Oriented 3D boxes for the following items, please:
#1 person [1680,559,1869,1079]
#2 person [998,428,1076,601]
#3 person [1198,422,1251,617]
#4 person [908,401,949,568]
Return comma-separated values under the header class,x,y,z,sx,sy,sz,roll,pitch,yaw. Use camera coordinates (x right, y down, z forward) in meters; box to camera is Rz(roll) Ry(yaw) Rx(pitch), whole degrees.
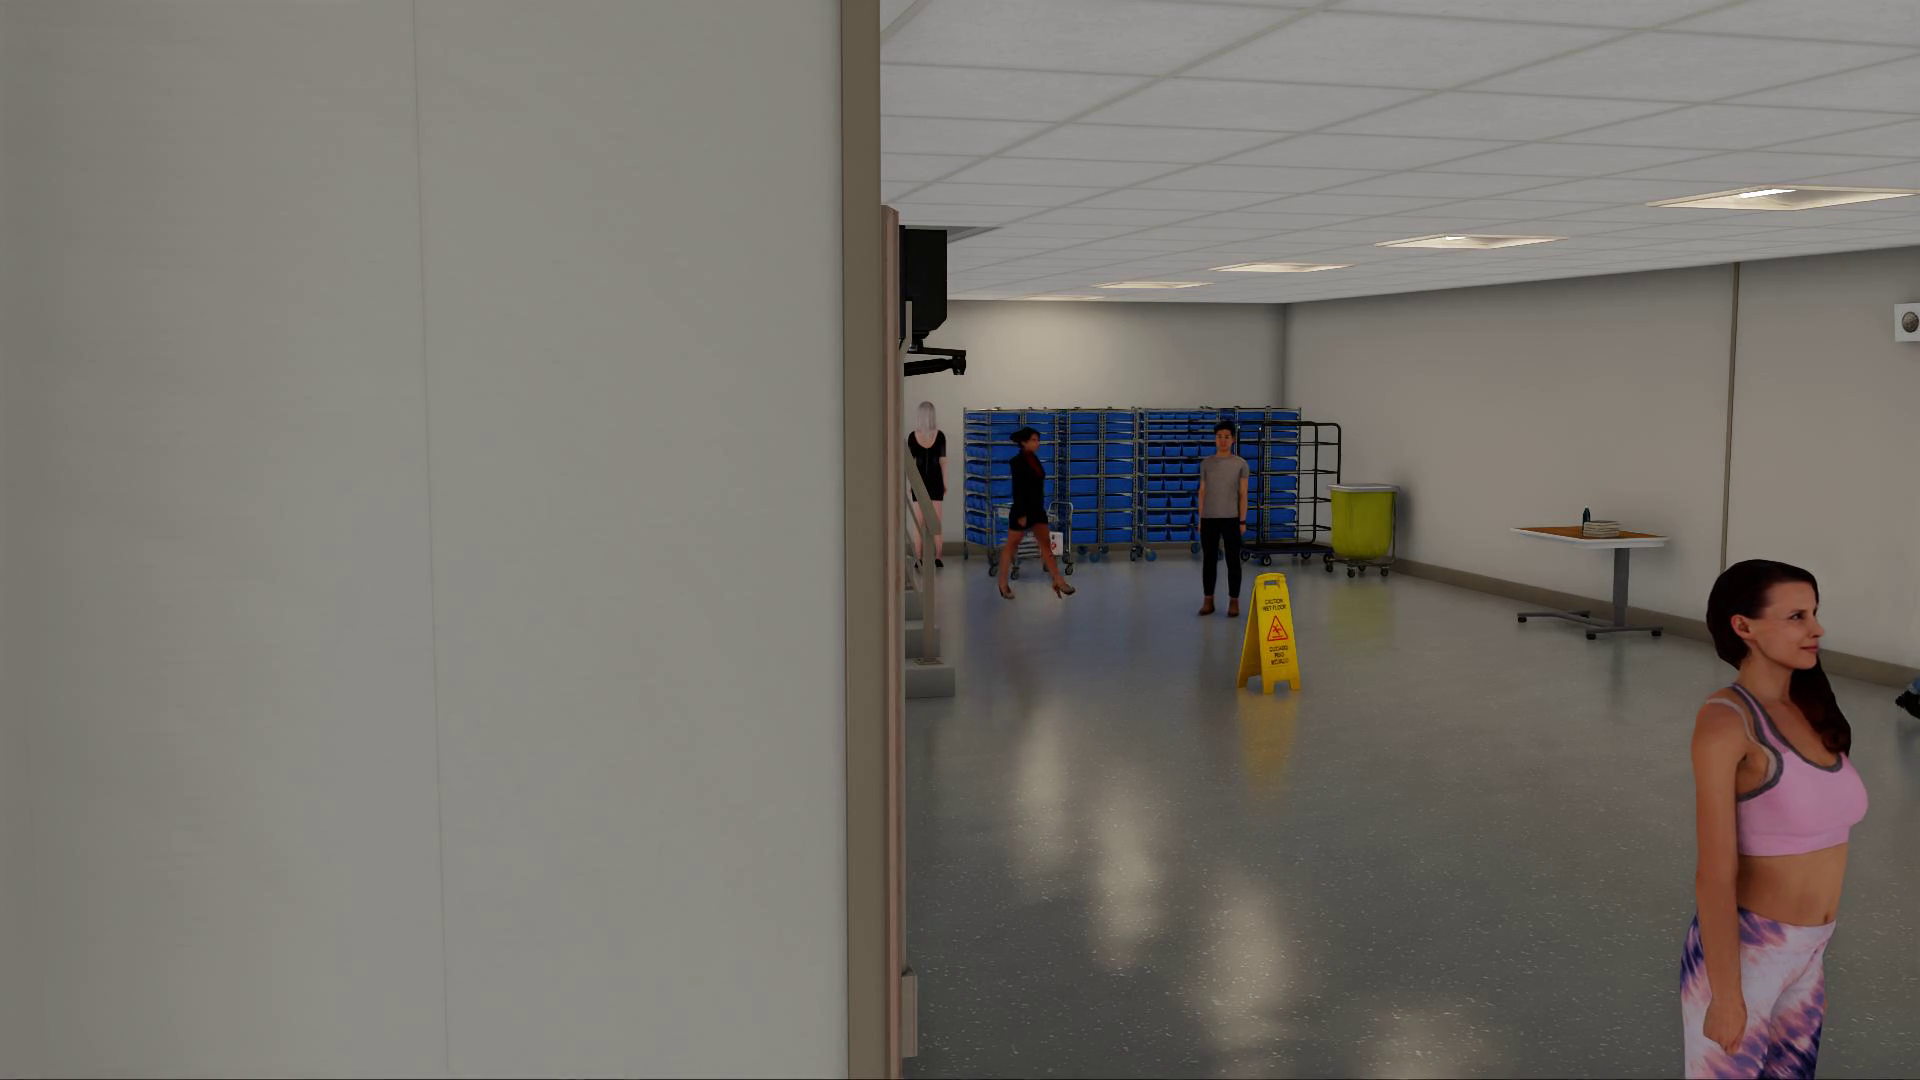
class,x,y,z,sx,sy,sz,roll,pitch,yaw
person,1.659,0.914,3.462,0.676,1.765,0.673,-5,7,-39
person,0.546,-0.210,15.448,1.107,1.603,0.948,5,7,40
person,2.329,-0.197,14.746,0.674,1.717,0.713,3,6,24
person,-0.354,-0.605,18.240,0.621,1.830,0.570,0,6,-2
